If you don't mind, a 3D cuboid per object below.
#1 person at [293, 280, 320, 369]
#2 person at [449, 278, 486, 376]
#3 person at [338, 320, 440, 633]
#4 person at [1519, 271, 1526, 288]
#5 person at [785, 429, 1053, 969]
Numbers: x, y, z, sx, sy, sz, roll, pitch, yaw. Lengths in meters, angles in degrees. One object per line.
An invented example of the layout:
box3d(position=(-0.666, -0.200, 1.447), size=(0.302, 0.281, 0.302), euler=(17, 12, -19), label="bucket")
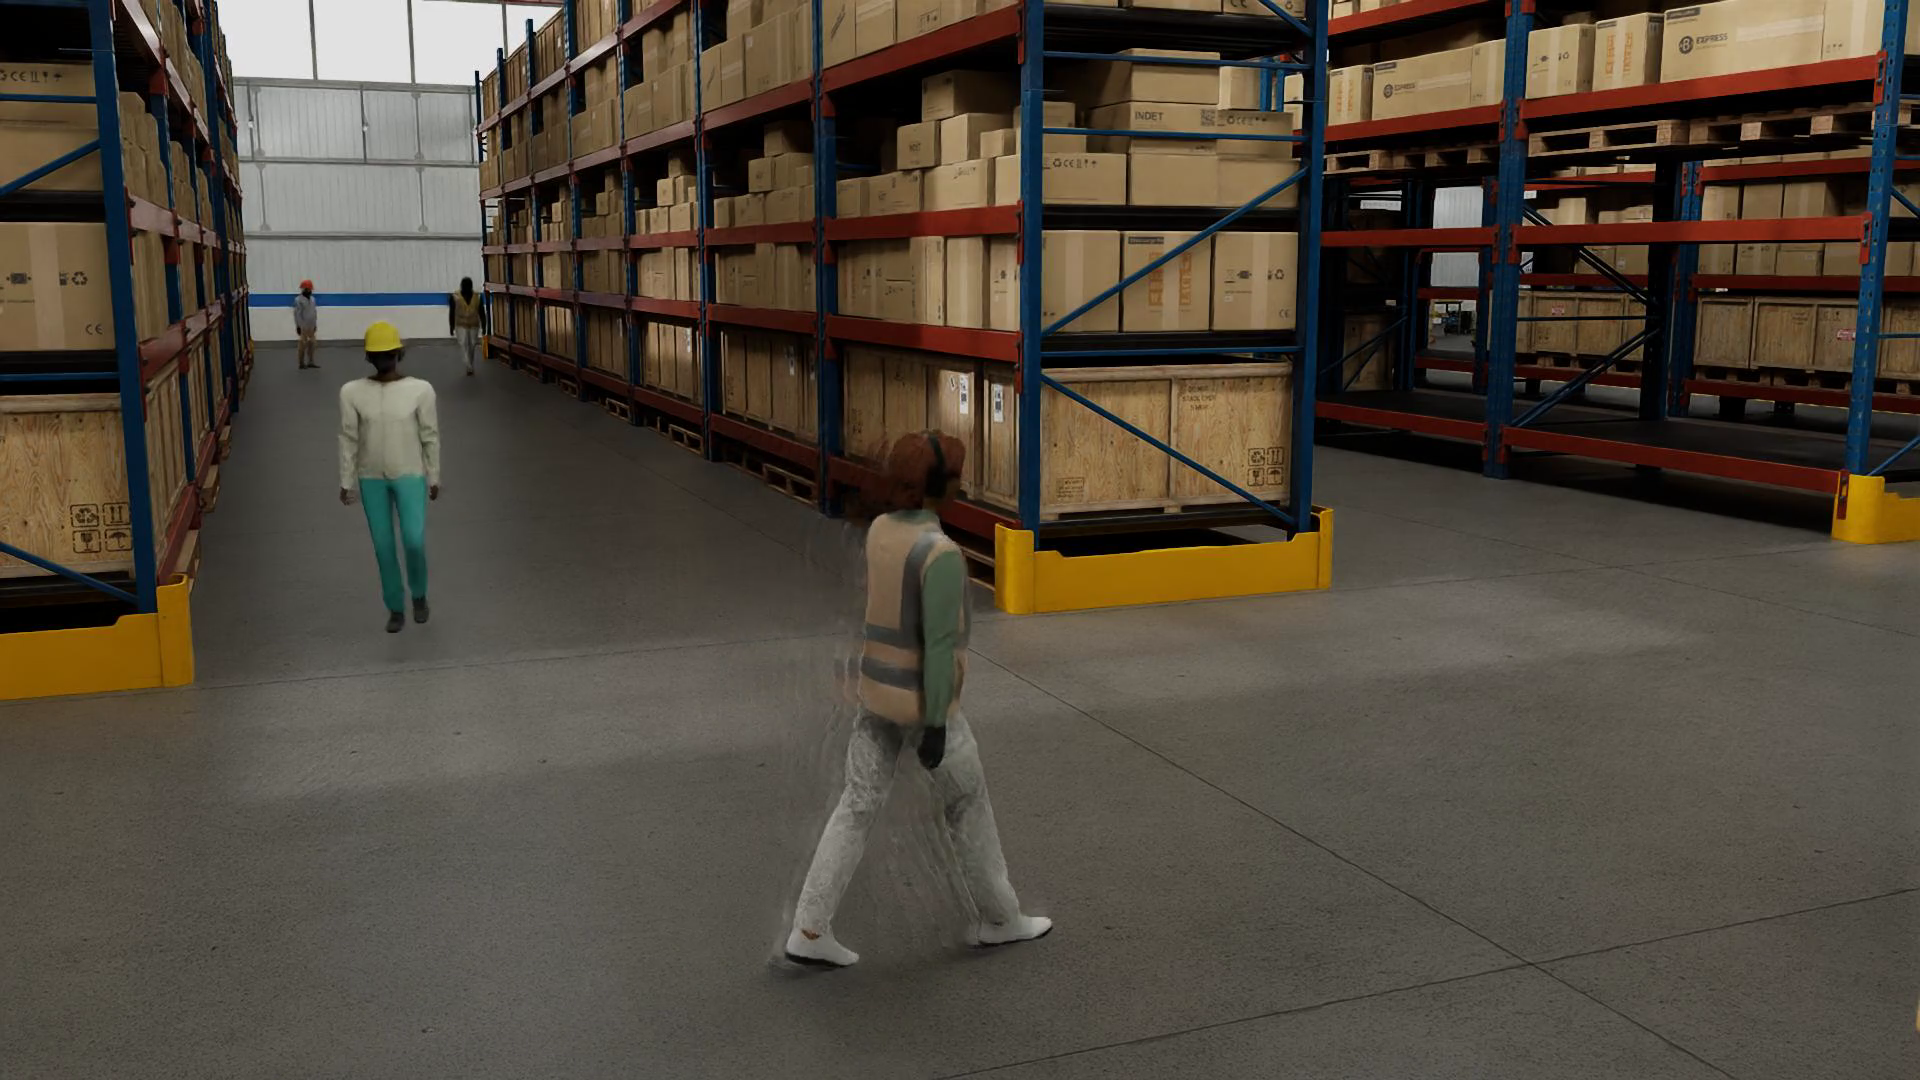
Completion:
box3d(position=(-12.734, -4.202, 32.447), size=(0.370, 1.739, 0.601), euler=(2, 10, 14), label="person")
box3d(position=(-9.100, -3.940, 30.773), size=(0.635, 1.788, 0.980), euler=(-5, 11, -29), label="person")
box3d(position=(-3.187, -0.345, 9.290), size=(0.535, 1.750, 0.378), euler=(-2, 10, -9), label="person")
box3d(position=(12.141, -4.900, 36.057), size=(0.578, 1.926, 0.614), euler=(7, 12, 36), label="person")
box3d(position=(-0.152, 0.473, 4.885), size=(0.855, 1.598, 0.525), euler=(-6, 11, -32), label="person")
